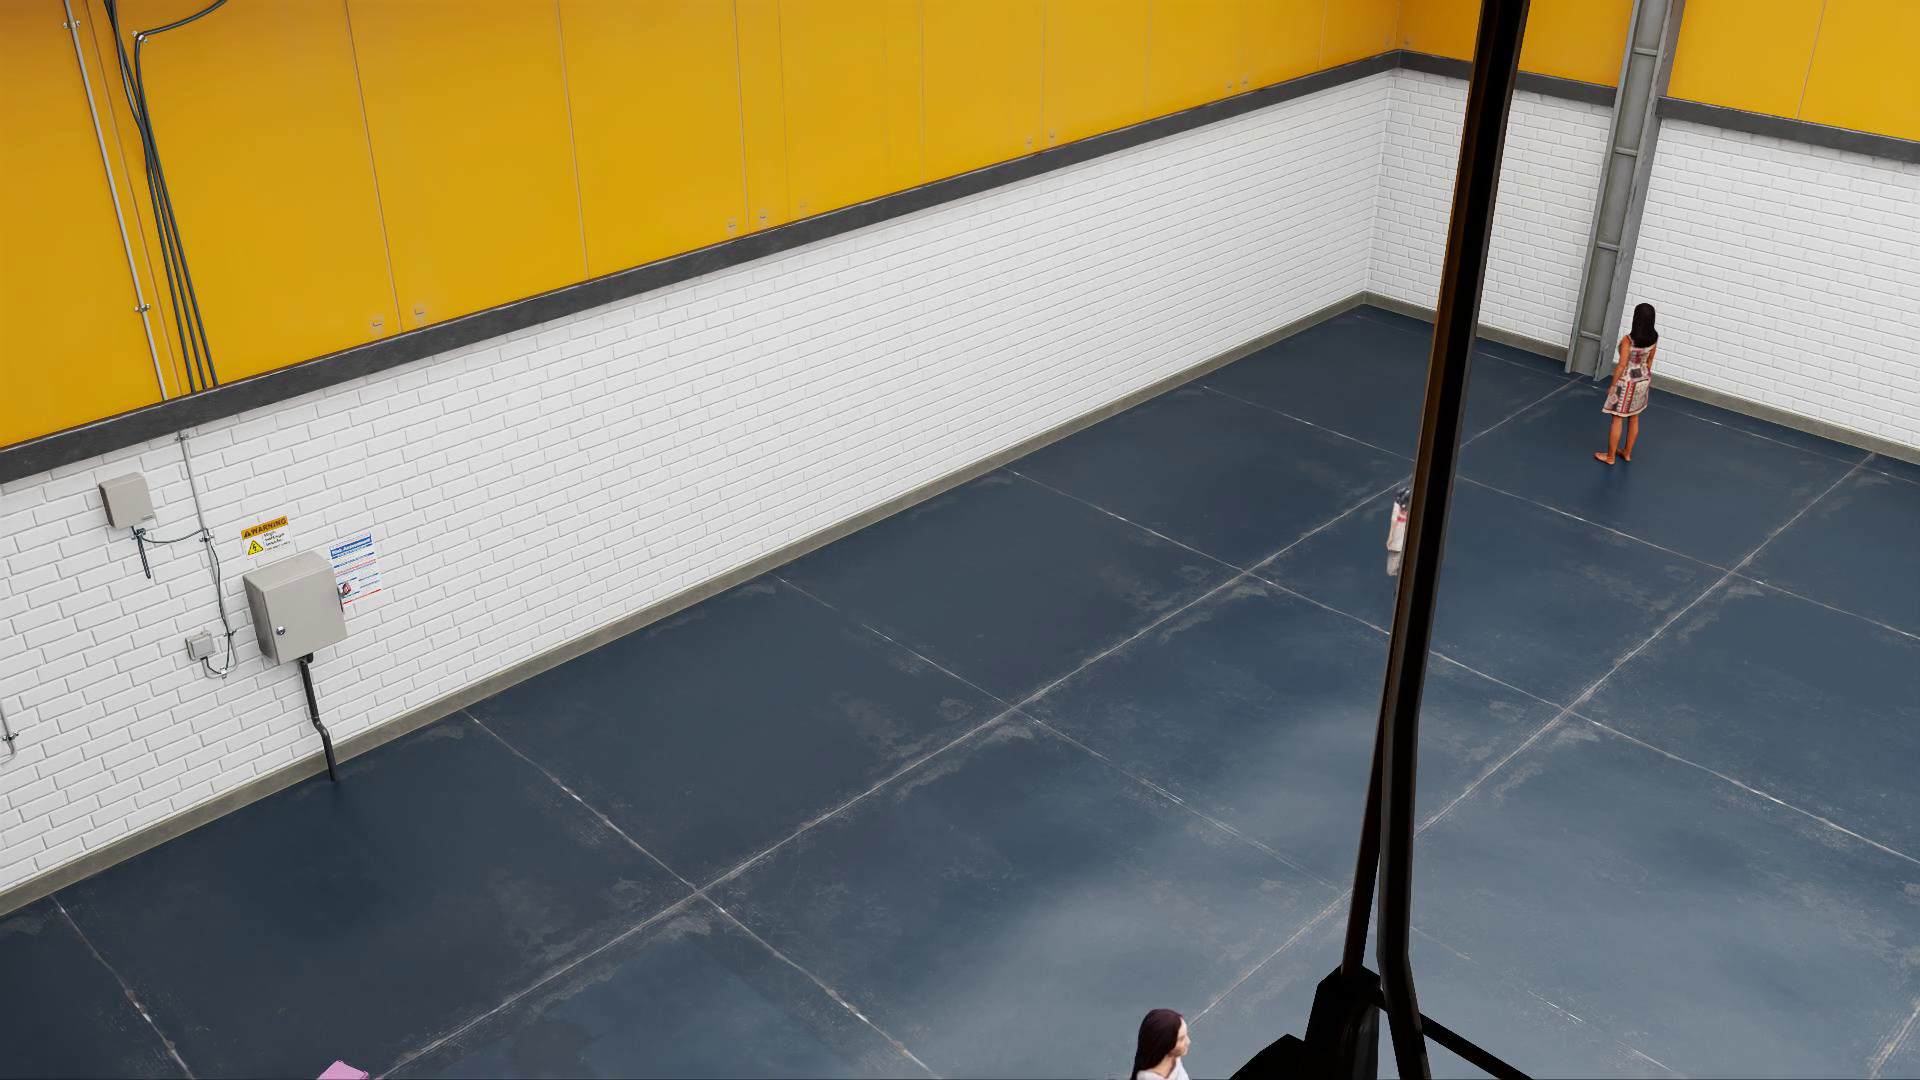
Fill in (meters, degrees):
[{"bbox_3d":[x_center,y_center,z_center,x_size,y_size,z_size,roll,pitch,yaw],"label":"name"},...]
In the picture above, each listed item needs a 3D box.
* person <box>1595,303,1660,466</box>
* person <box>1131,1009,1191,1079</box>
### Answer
[{"bbox_3d":[6.502,-1.521,16.122,0.718,1.645,0.671,-11,31,-20],"label":"person"},{"bbox_3d":[0.853,2.906,8.040,1.063,1.613,0.894,7,29,13],"label":"person"}]
